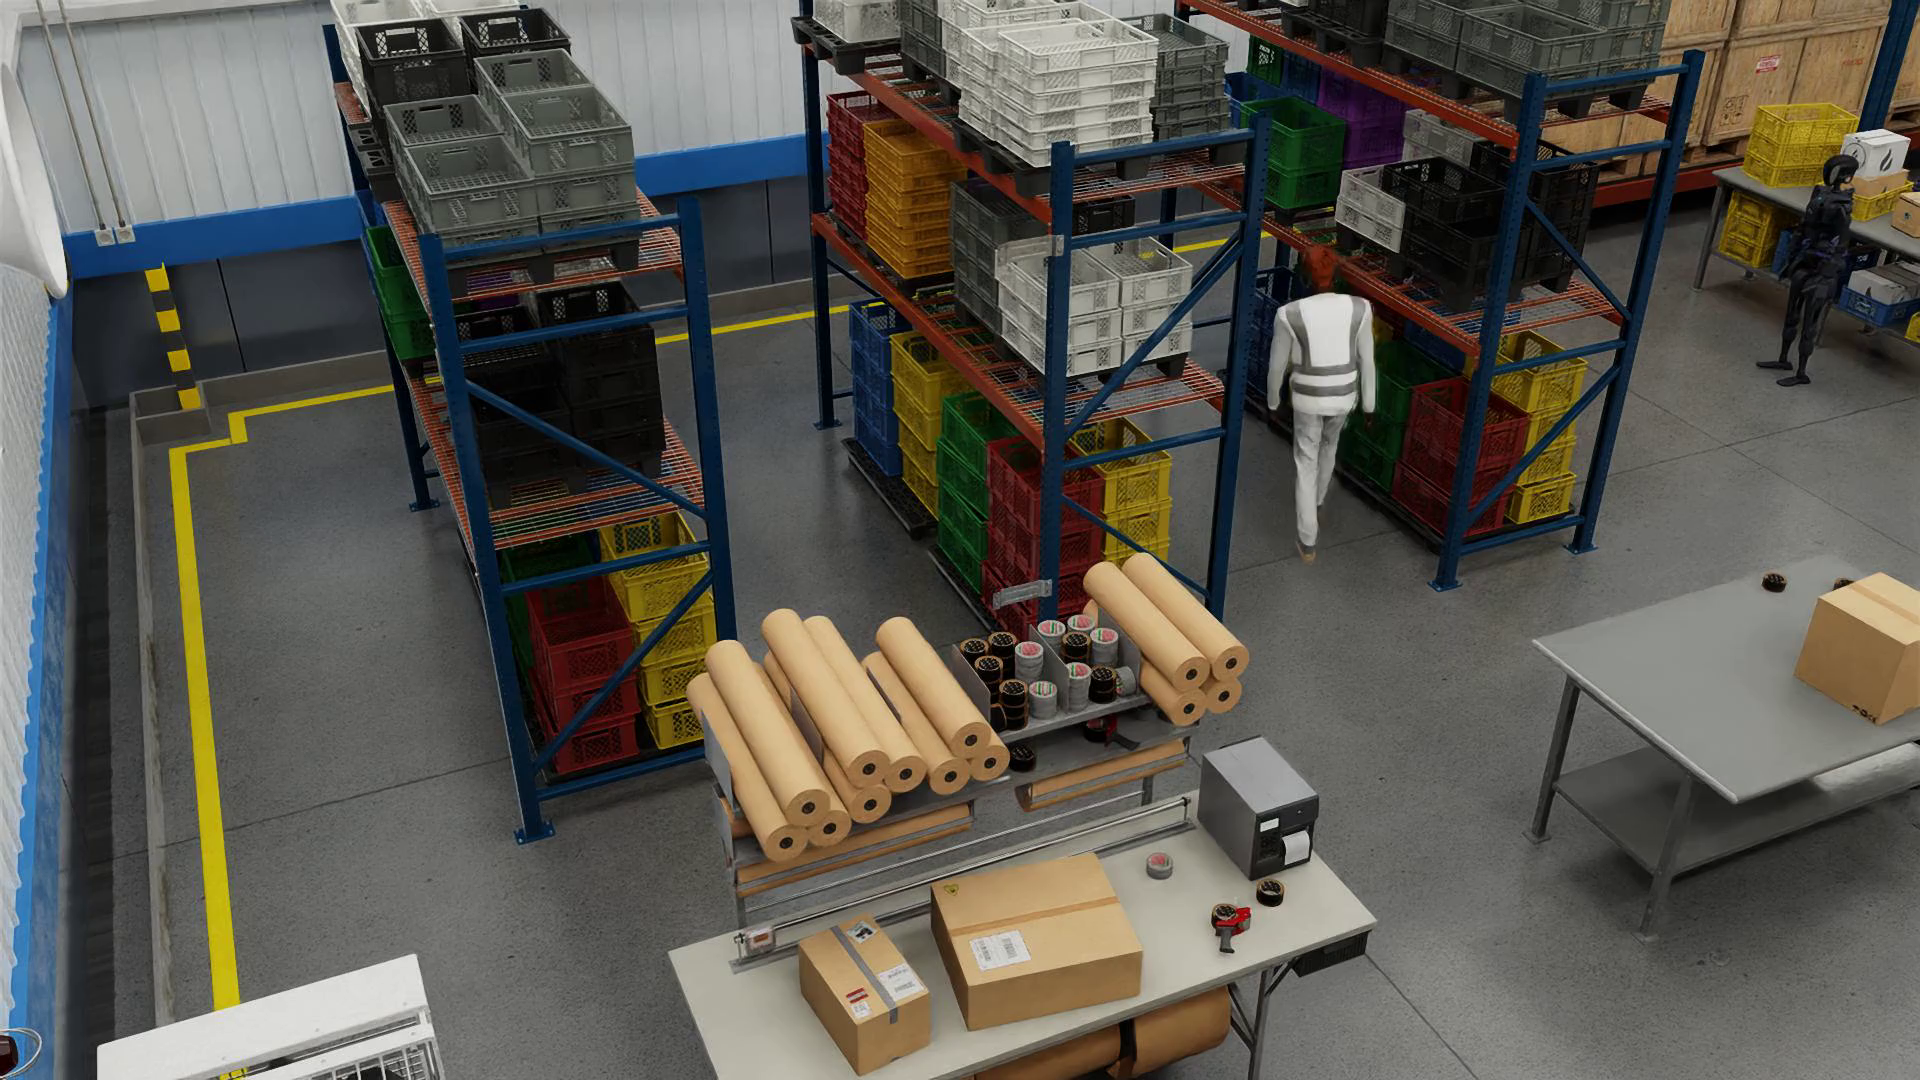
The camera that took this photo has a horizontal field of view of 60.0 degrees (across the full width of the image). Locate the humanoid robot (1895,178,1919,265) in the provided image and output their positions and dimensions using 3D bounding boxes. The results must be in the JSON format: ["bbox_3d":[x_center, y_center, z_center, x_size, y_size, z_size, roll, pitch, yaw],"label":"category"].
[{"bbox_3d":[7.432,-2.541,12.741,0.327,1.657,0.585,26,40,36],"label":"humanoid robot"}]

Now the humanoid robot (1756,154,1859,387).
[{"bbox_3d":[5.996,-1.902,11.703,0.315,1.657,0.607,-2,32,-3],"label":"humanoid robot"}]

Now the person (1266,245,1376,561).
[{"bbox_3d":[2.113,-0.848,9.865,0.609,1.828,0.892,-3,32,-5],"label":"person"}]
